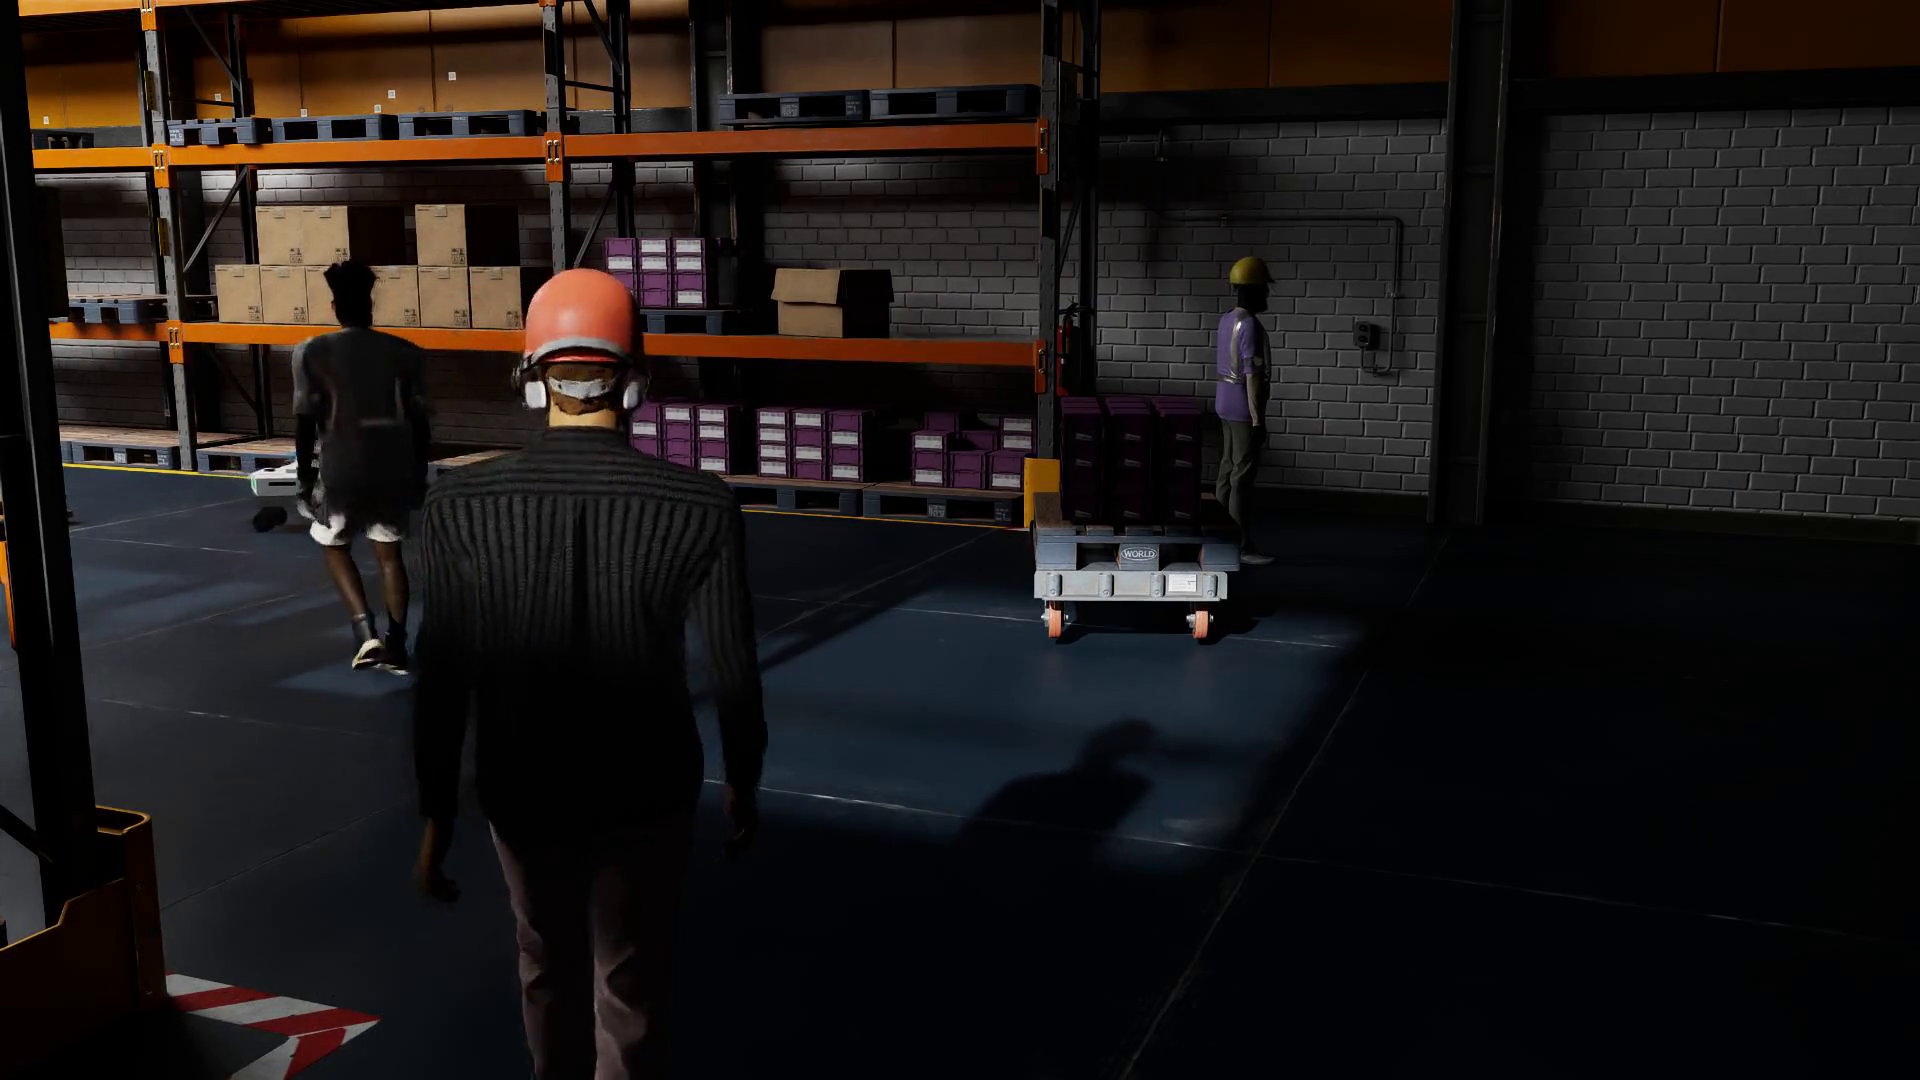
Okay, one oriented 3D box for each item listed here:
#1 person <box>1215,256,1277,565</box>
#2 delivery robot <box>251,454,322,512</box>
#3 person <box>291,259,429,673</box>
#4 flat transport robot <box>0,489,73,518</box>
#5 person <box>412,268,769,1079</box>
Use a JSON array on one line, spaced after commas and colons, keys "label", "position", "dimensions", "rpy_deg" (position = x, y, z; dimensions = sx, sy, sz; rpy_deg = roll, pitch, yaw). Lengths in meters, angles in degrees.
[{"label": "person", "position": [1.797, -0.810, 10.481], "dimensions": [0.359, 1.930, 0.588], "rpy_deg": [-2, 10, -10]}, {"label": "delivery robot", "position": [-4.598, -0.392, 11.723], "dimensions": [0.707, 0.478, 0.477], "rpy_deg": [-1, 10, -4]}, {"label": "person", "position": [-2.778, -0.320, 7.724], "dimensions": [0.677, 1.943, 0.482], "rpy_deg": [-8, 13, -39]}, {"label": "flat transport robot", "position": [-7.150, -0.245, 11.955], "dimensions": [1.431, 0.197, 0.652], "rpy_deg": [5, 11, 26]}, {"label": "person", "position": [-0.717, 0.450, 3.355], "dimensions": [0.659, 1.960, 0.910], "rpy_deg": [-1, 10, -6]}]
